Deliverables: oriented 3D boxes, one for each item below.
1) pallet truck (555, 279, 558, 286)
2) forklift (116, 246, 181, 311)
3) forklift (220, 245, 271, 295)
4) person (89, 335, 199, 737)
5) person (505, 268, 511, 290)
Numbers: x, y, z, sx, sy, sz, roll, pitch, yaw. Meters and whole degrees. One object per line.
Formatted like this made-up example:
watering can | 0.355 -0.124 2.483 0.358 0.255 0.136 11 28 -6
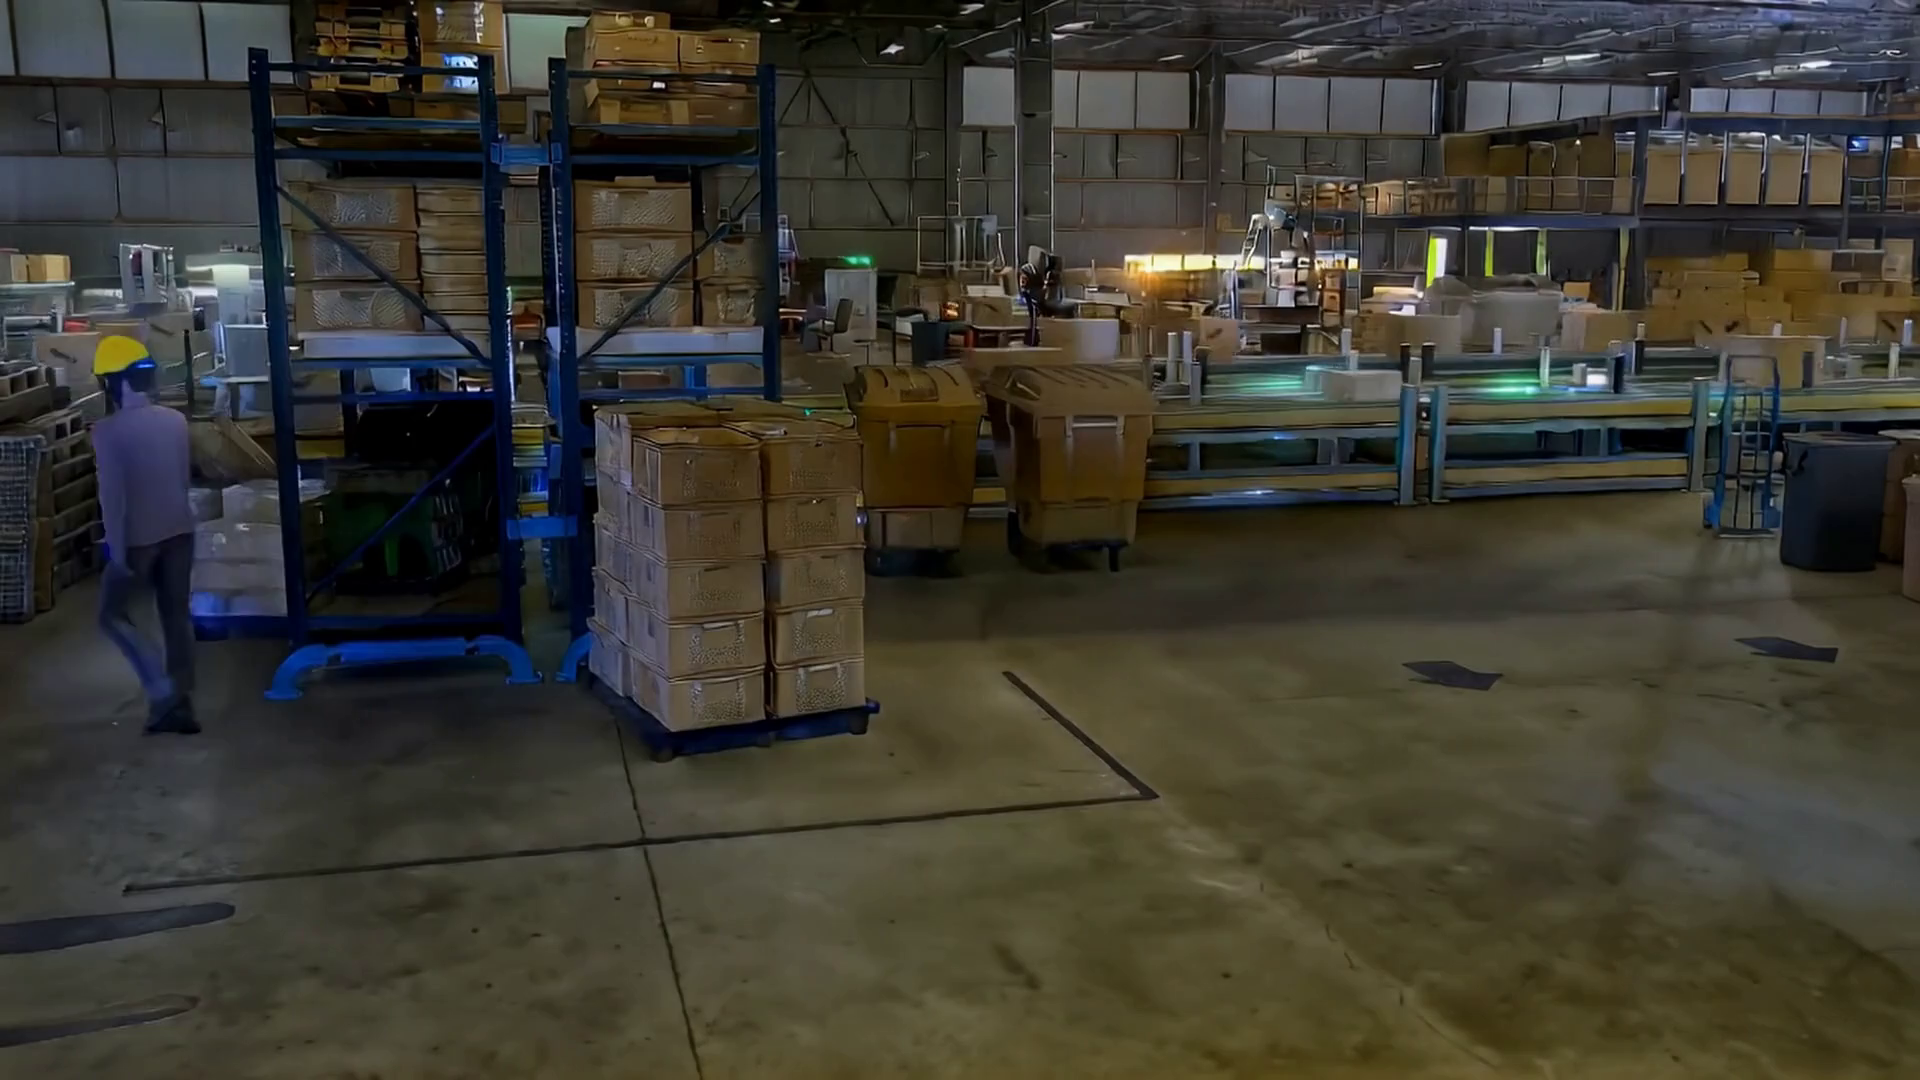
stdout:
pallet truck | -10.604 -6.375 44.520 0.653 1.274 1.630 -3 10 -15
forklift | -19.966 -6.232 40.894 1.157 1.987 2.680 -3 10 -15
forklift | -17.749 -6.334 41.440 1.157 1.987 2.680 -3 10 -17
person | -3.514 -0.004 7.180 0.371 1.747 0.521 4 11 23
person | -9.982 -5.212 35.883 0.617 2.027 0.466 5 11 27
